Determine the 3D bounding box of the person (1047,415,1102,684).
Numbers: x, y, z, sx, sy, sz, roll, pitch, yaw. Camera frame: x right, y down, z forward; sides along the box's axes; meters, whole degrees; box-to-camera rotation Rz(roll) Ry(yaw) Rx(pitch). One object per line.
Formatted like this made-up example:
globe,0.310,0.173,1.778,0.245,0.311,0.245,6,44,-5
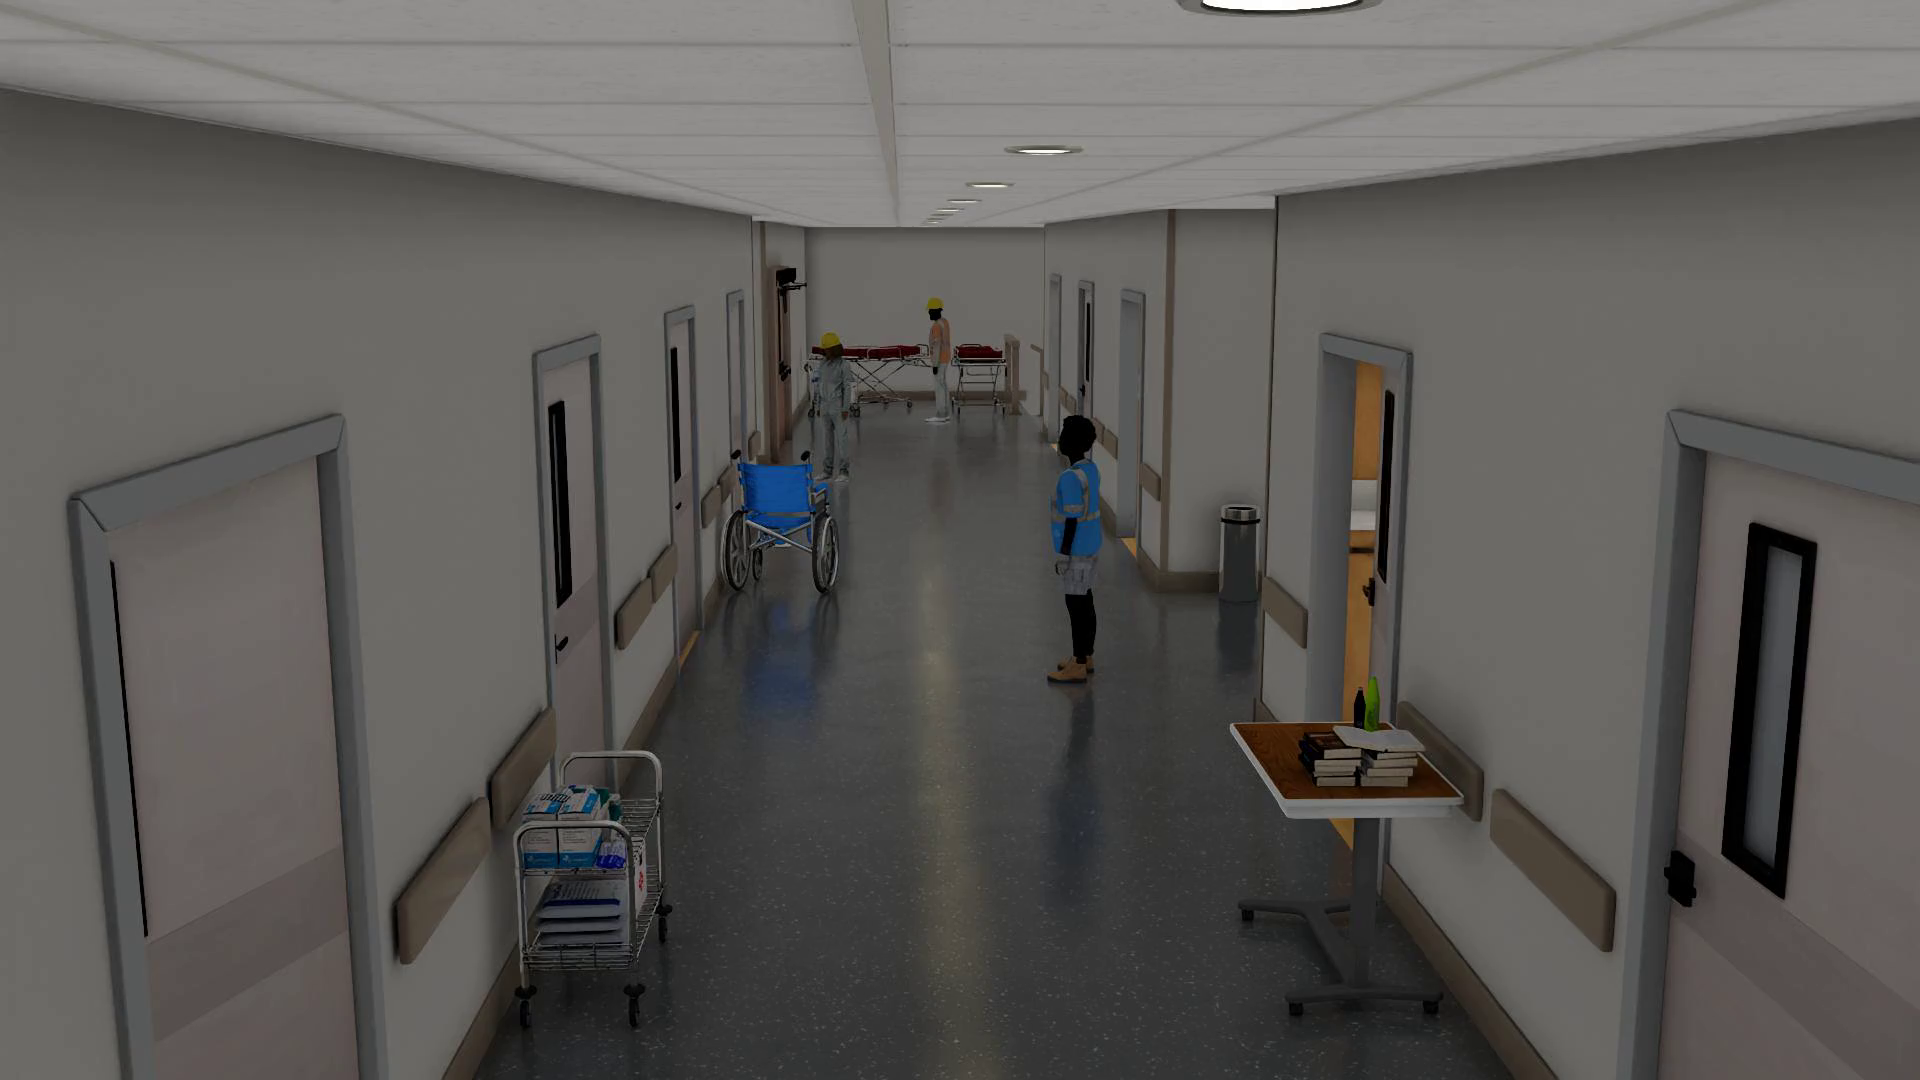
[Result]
person,0.729,0.055,10.506,0.318,1.700,0.535,3,11,17

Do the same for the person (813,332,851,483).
person,-1.478,-1.526,19.212,0.484,1.736,0.305,8,13,36

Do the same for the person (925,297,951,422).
person,-0.344,-2.775,25.666,0.393,1.918,0.585,2,10,12
